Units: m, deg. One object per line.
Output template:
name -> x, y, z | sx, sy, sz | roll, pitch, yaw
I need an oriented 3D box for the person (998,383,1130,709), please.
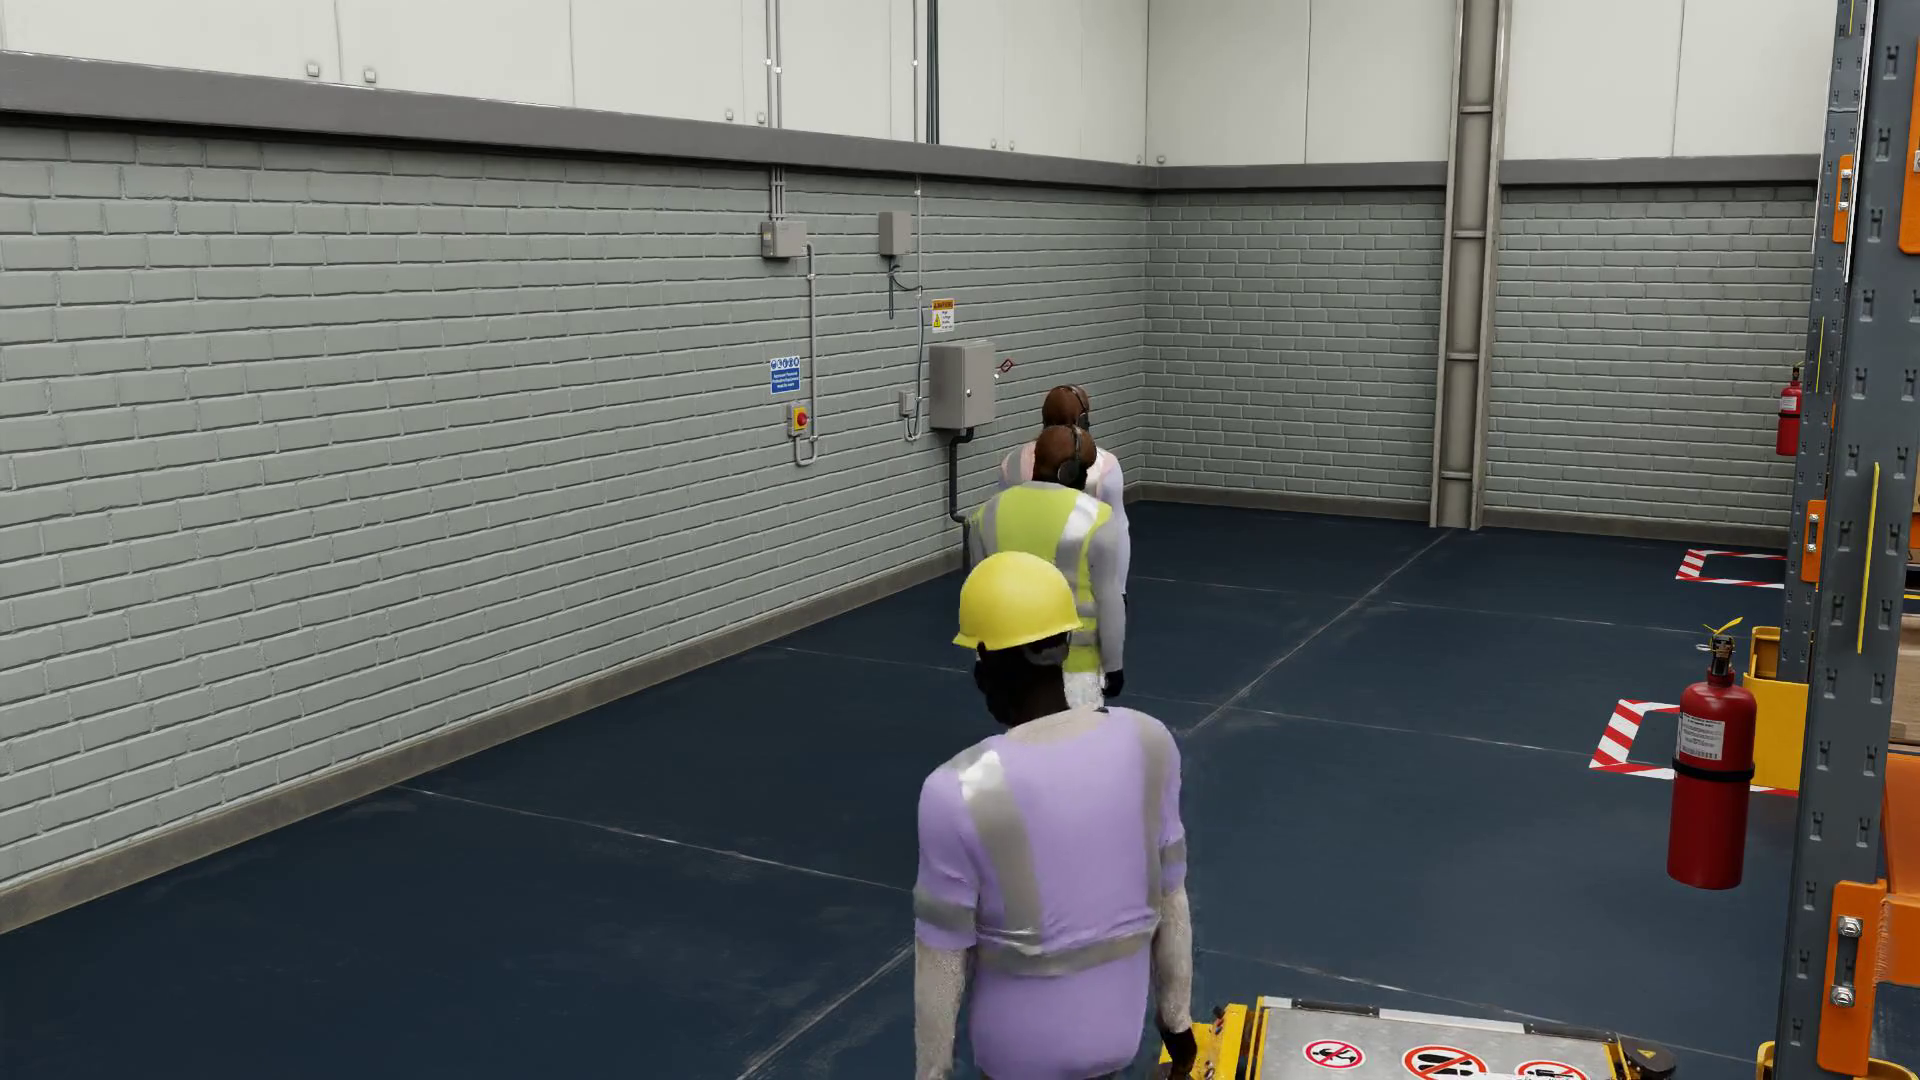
person -> 0.497, 0.200, 7.695 | 0.627, 1.846, 0.429 | 5, 12, 27

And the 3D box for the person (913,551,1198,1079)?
person -> 0.169, 0.960, 3.363 | 0.616, 1.904, 0.453 | -7, 12, -32

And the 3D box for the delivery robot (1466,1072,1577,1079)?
delivery robot -> 1.371, 1.502, 3.850 | 0.477, 0.478, 0.707 | 1, 10, 8

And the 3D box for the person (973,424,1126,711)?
person -> 0.293, 0.459, 6.411 | 0.633, 1.804, 0.747 | 7, 13, 35

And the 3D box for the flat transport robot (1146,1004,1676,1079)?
flat transport robot -> 1.262, 1.547, 4.638 | 1.431, 0.197, 0.652 | 3, 11, 14
